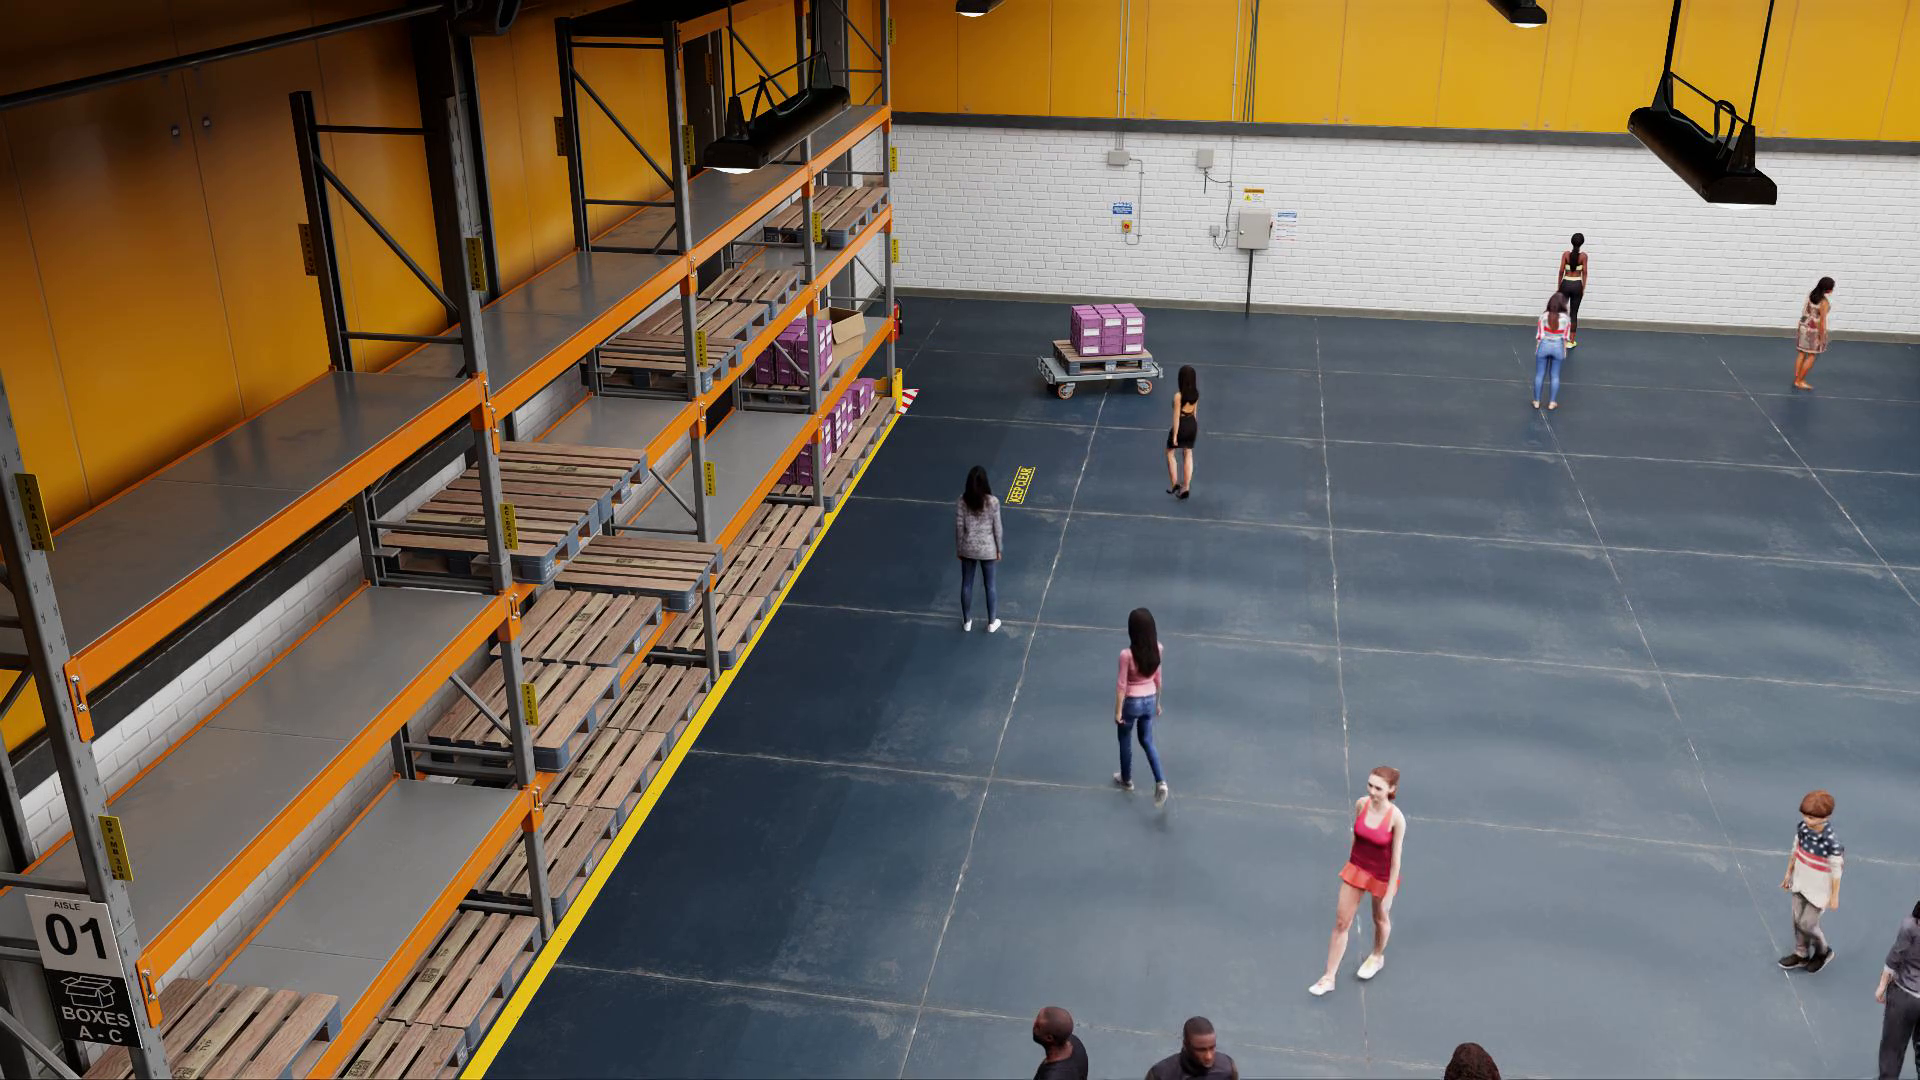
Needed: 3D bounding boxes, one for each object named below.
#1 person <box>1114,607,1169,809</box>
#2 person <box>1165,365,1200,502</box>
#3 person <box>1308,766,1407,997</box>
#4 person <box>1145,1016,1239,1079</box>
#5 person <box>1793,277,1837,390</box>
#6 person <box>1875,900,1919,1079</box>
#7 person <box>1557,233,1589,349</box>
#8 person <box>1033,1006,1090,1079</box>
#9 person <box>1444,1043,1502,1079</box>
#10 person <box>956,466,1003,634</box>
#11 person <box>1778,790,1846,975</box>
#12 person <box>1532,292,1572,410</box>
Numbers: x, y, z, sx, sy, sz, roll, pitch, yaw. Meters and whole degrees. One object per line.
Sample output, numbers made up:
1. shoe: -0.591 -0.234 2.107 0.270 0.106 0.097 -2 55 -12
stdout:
1. person: 1.481 1.375 13.473 0.920 1.724 1.067 -11 26 -23
2. person: 2.685 -1.220 19.525 0.709 1.631 0.767 -14 27 -29
3. person: 2.874 2.278 11.402 0.911 1.729 1.057 21 31 39
4. person: 1.178 3.270 9.032 0.935 1.809 1.086 -4 24 -10
5. person: 12.053 -2.967 23.531 0.793 1.624 0.638 -9 25 -20
6. person: 5.862 2.835 10.101 0.625 1.749 0.708 5 24 12
7. person: 9.281 -3.796 25.264 0.593 1.755 0.569 9 25 19
8. person: 0.587 3.304 8.963 0.781 1.802 0.672 7 25 16
9. person: 2.691 3.450 8.887 0.683 1.596 0.882 0 24 1
10. person: 0.177 0.087 16.410 0.605 1.732 0.517 4 24 10
11. person: 5.990 2.368 11.575 0.750 1.425 0.694 -9 25 -20
12. person: 8.061 -2.591 22.685 0.622 1.613 0.565 9 25 19
